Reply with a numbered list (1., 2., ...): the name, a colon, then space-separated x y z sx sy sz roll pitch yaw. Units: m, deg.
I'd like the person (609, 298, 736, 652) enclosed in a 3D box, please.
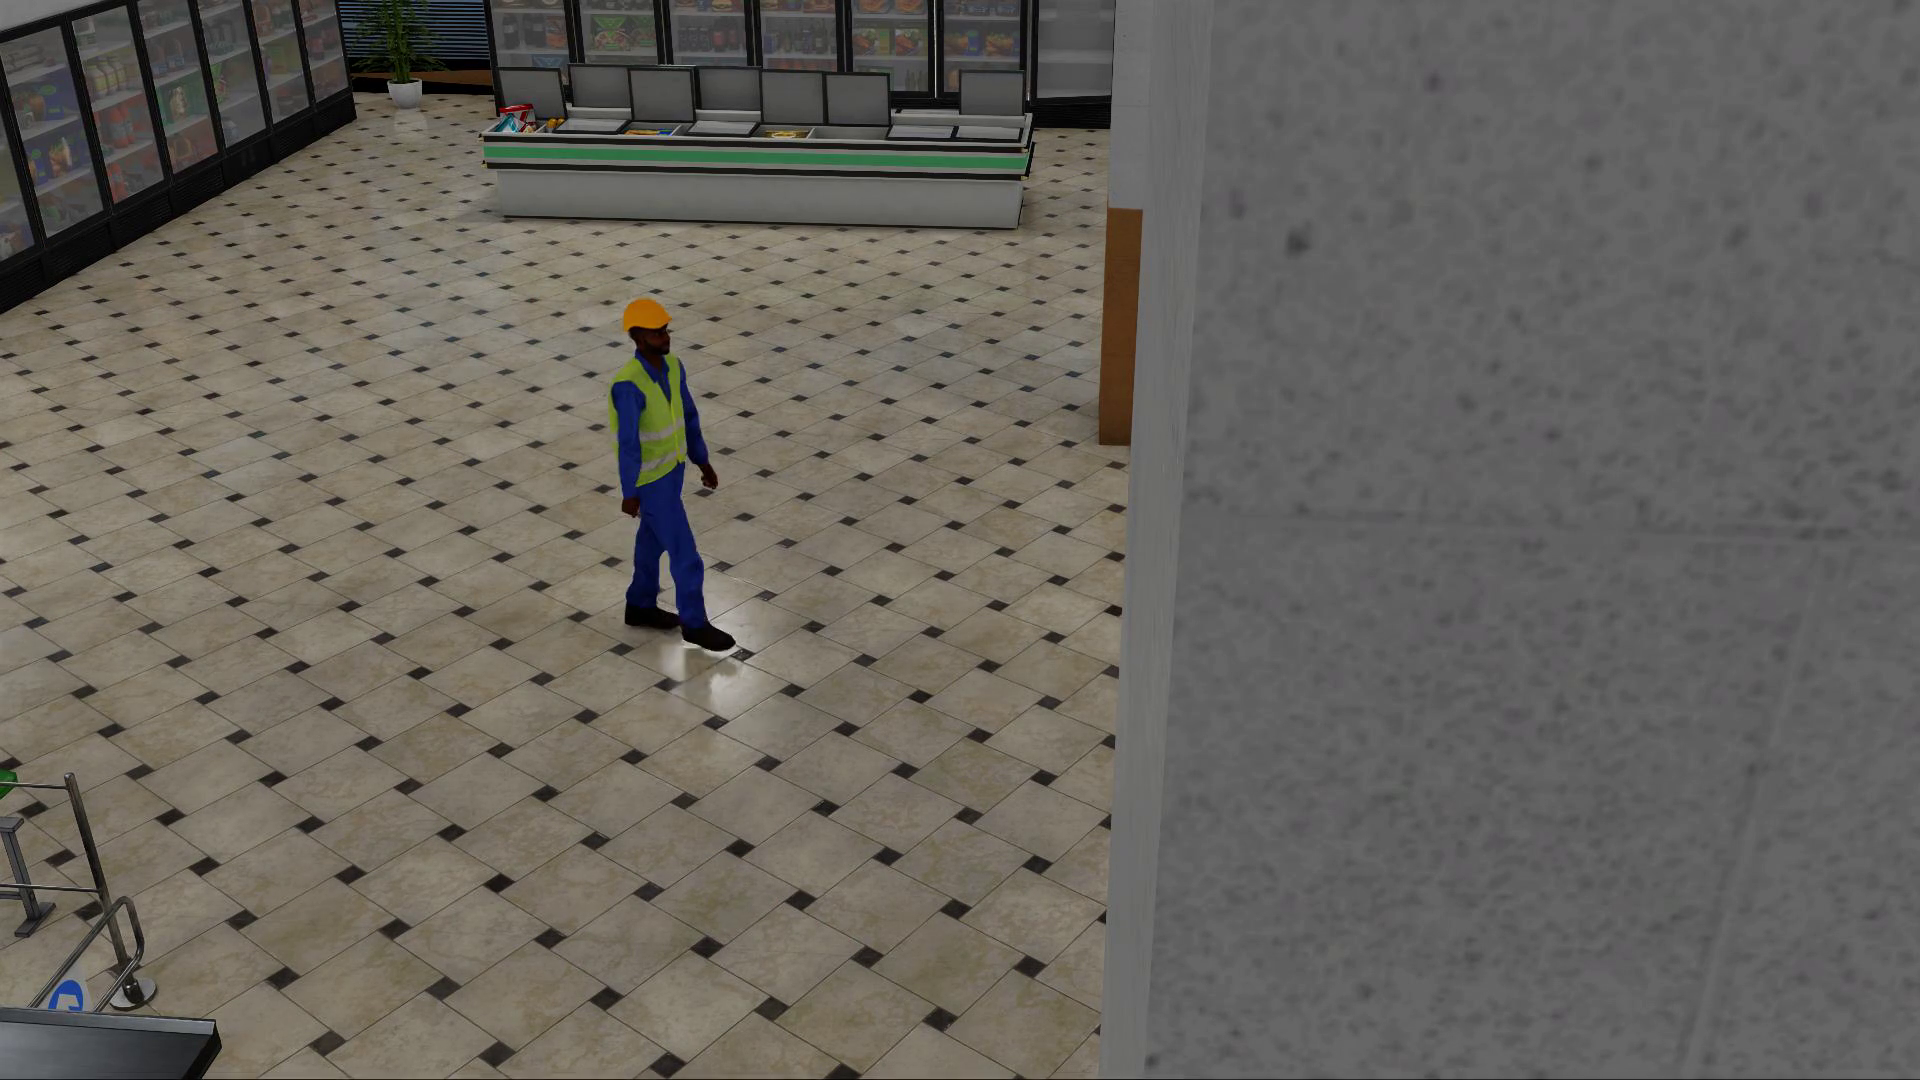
1. person: -1.573 -0.338 8.245 0.949 1.792 0.747 6 27 12
